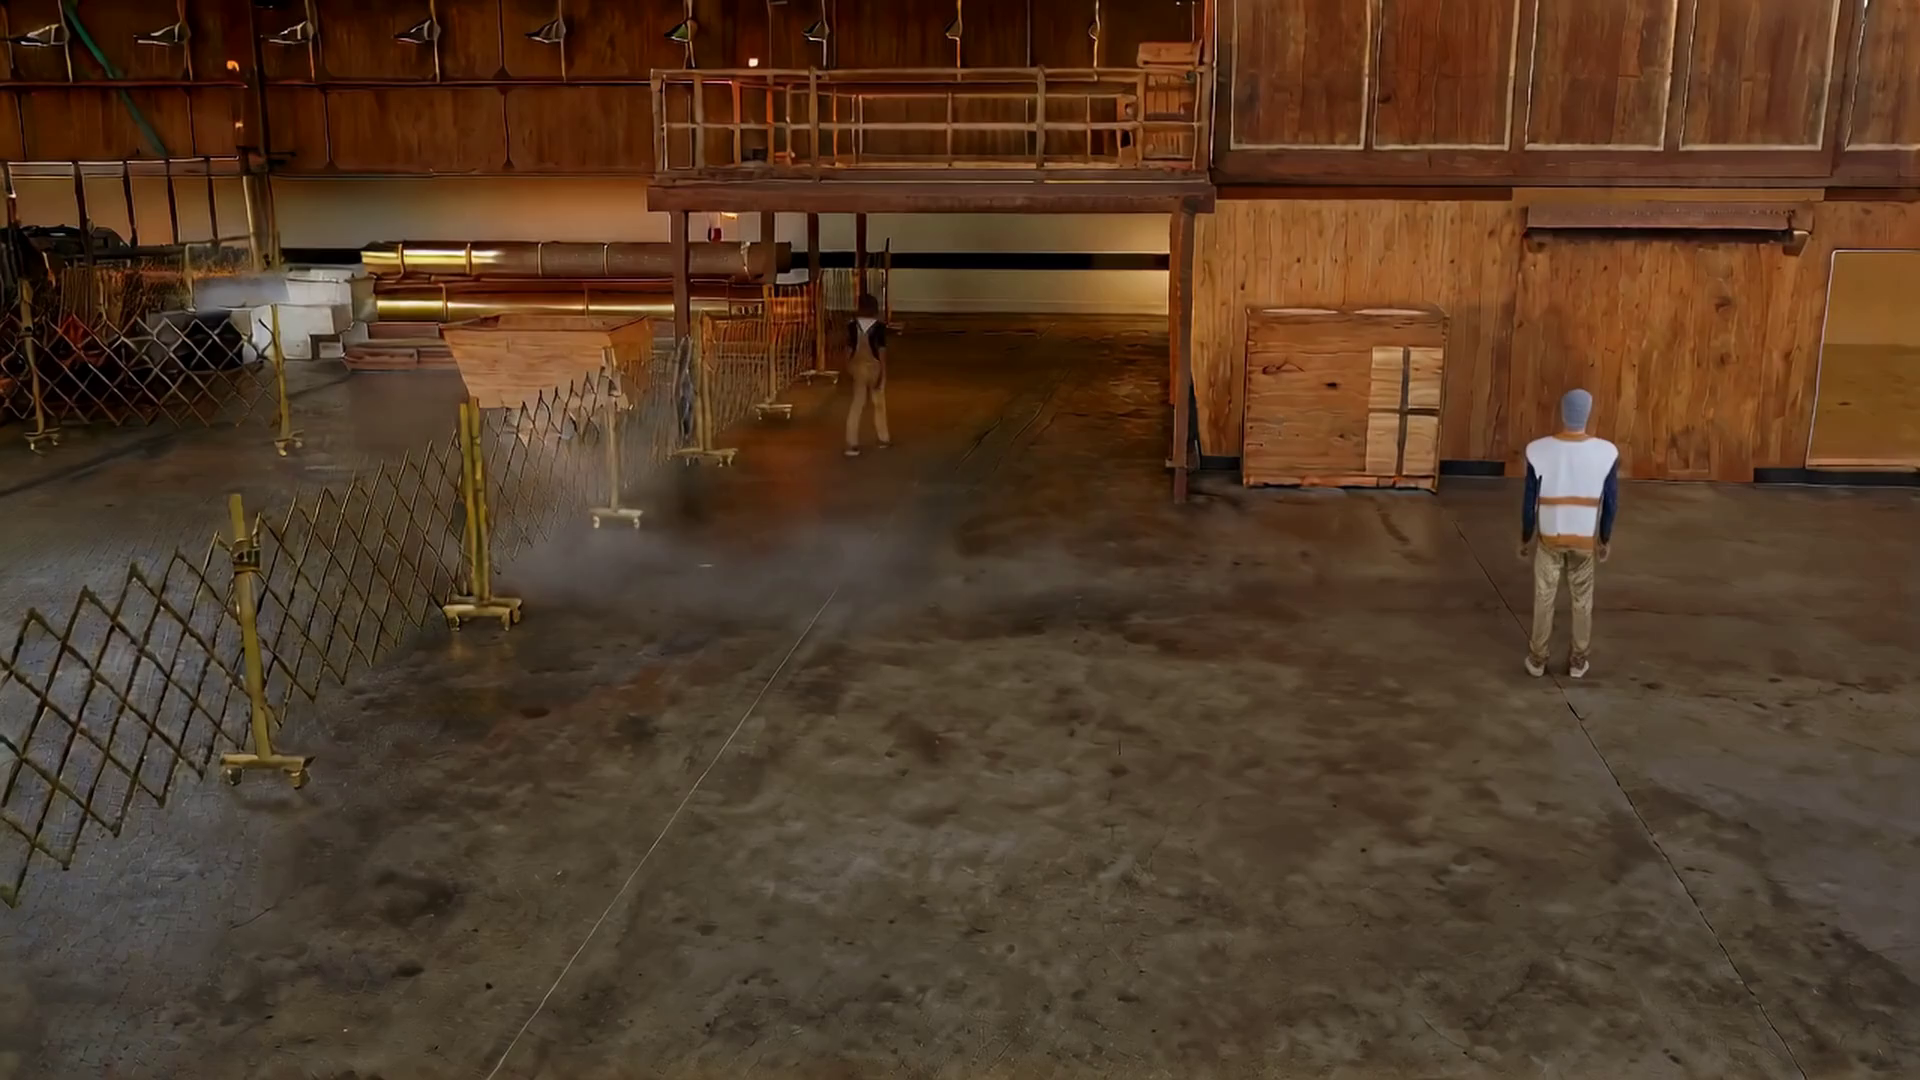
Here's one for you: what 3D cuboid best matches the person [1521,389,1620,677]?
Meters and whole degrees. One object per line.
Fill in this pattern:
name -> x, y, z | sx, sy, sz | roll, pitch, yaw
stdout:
person -> 3.987, -0.035, 10.938 | 0.592, 1.920, 0.392 | 4, 14, 14

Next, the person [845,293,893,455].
person -> -1.048, -1.859, 18.650 | 0.530, 1.809, 0.948 | 5, 15, 20
